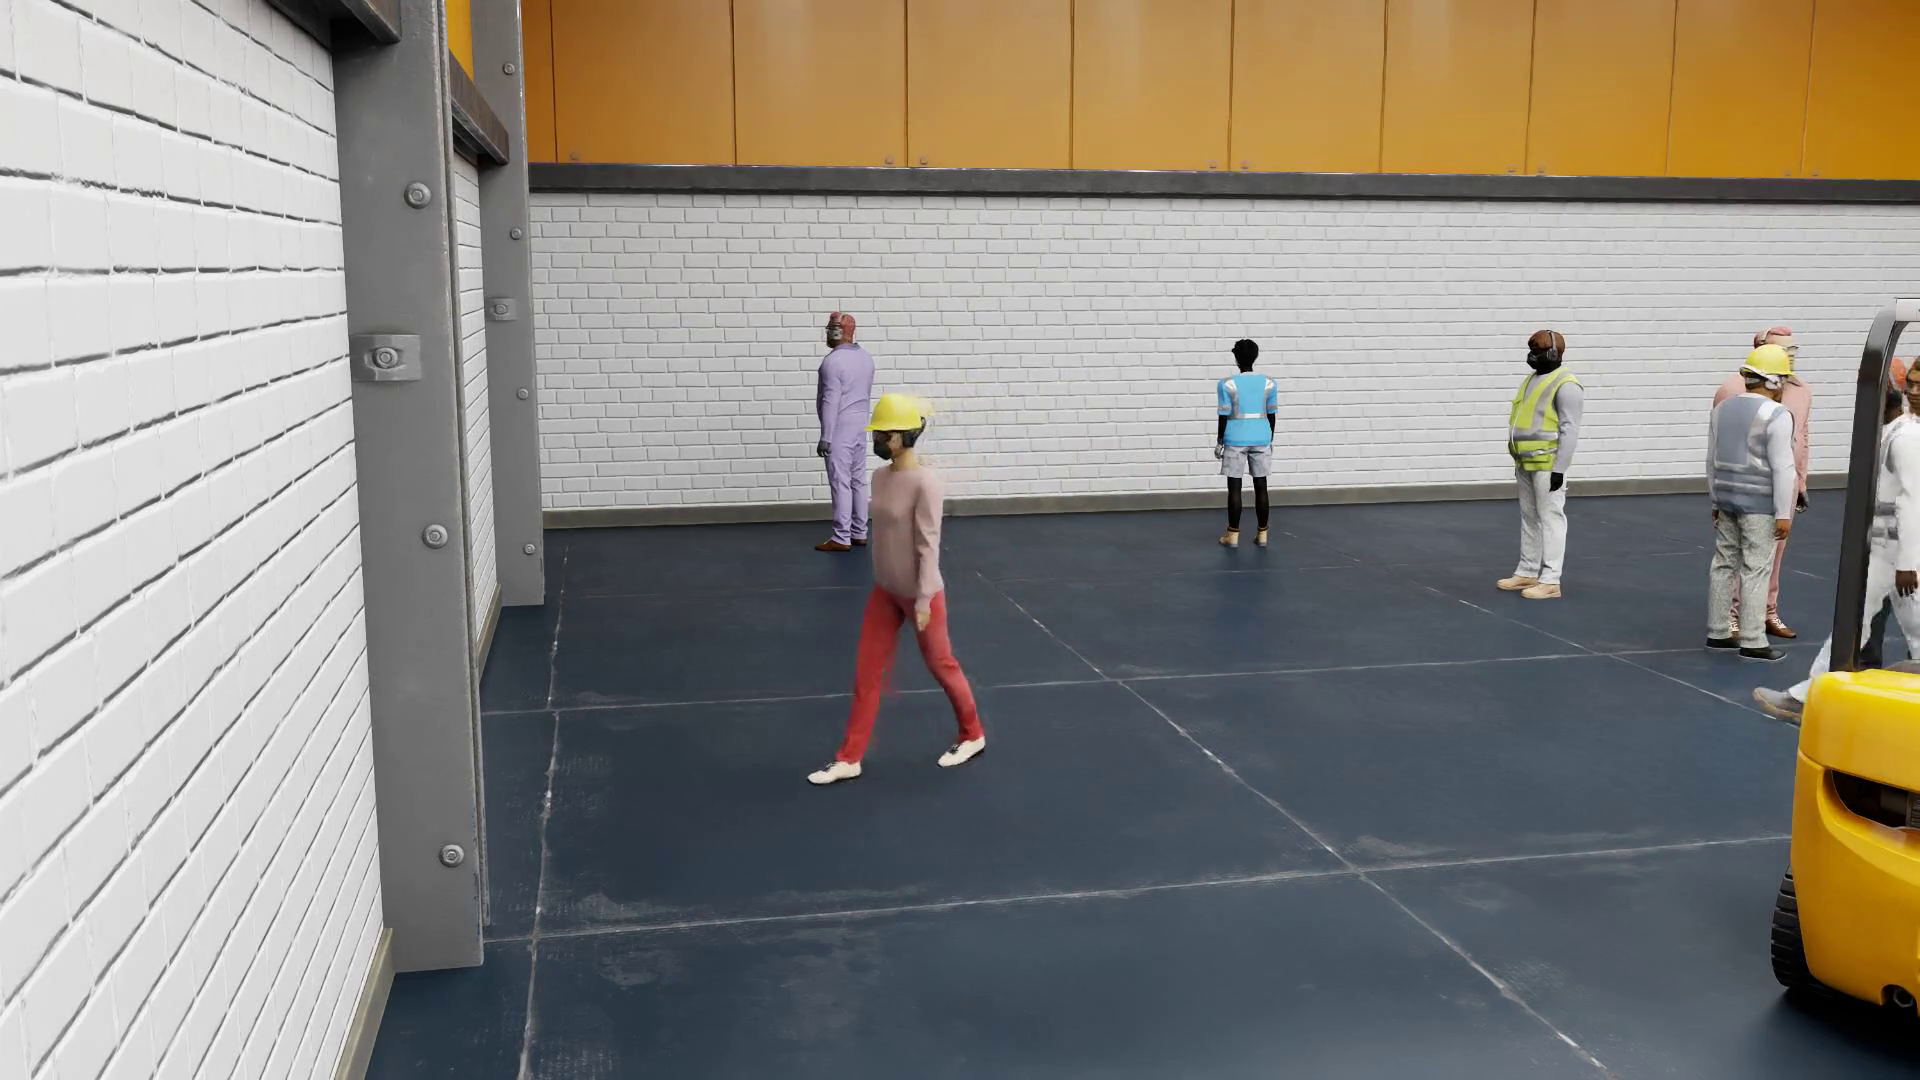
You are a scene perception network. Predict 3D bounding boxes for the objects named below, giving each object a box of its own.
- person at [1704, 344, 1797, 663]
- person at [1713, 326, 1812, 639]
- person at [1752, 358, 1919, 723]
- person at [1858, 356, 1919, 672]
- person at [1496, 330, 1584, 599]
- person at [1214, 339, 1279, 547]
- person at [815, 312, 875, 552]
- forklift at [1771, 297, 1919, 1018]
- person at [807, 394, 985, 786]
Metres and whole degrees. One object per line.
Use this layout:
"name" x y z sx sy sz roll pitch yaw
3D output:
"person" 4.584 -0.212 9.613 0.404 1.827 0.600 -3 10 -16
"person" 4.900 -0.339 10.135 0.641 1.913 0.407 -2 10 -14
"person" 4.429 0.040 8.055 0.950 1.830 0.618 5 10 26
"person" 4.816 -0.021 8.410 0.506 1.843 0.351 5 11 28
"person" 3.995 -0.522 11.462 0.430 1.845 0.619 -1 9 -9
"person" 2.319 -0.782 13.500 0.529 1.692 0.321 -2 9 -11
"person" -0.950 -0.865 13.341 0.409 1.913 0.647 5 10 26
"forklift" 3.542 0.334 5.177 2.313 2.155 1.214 -9 13 -43
"person" -0.240 0.208 7.385 0.893 1.720 0.535 -7 12 -37
